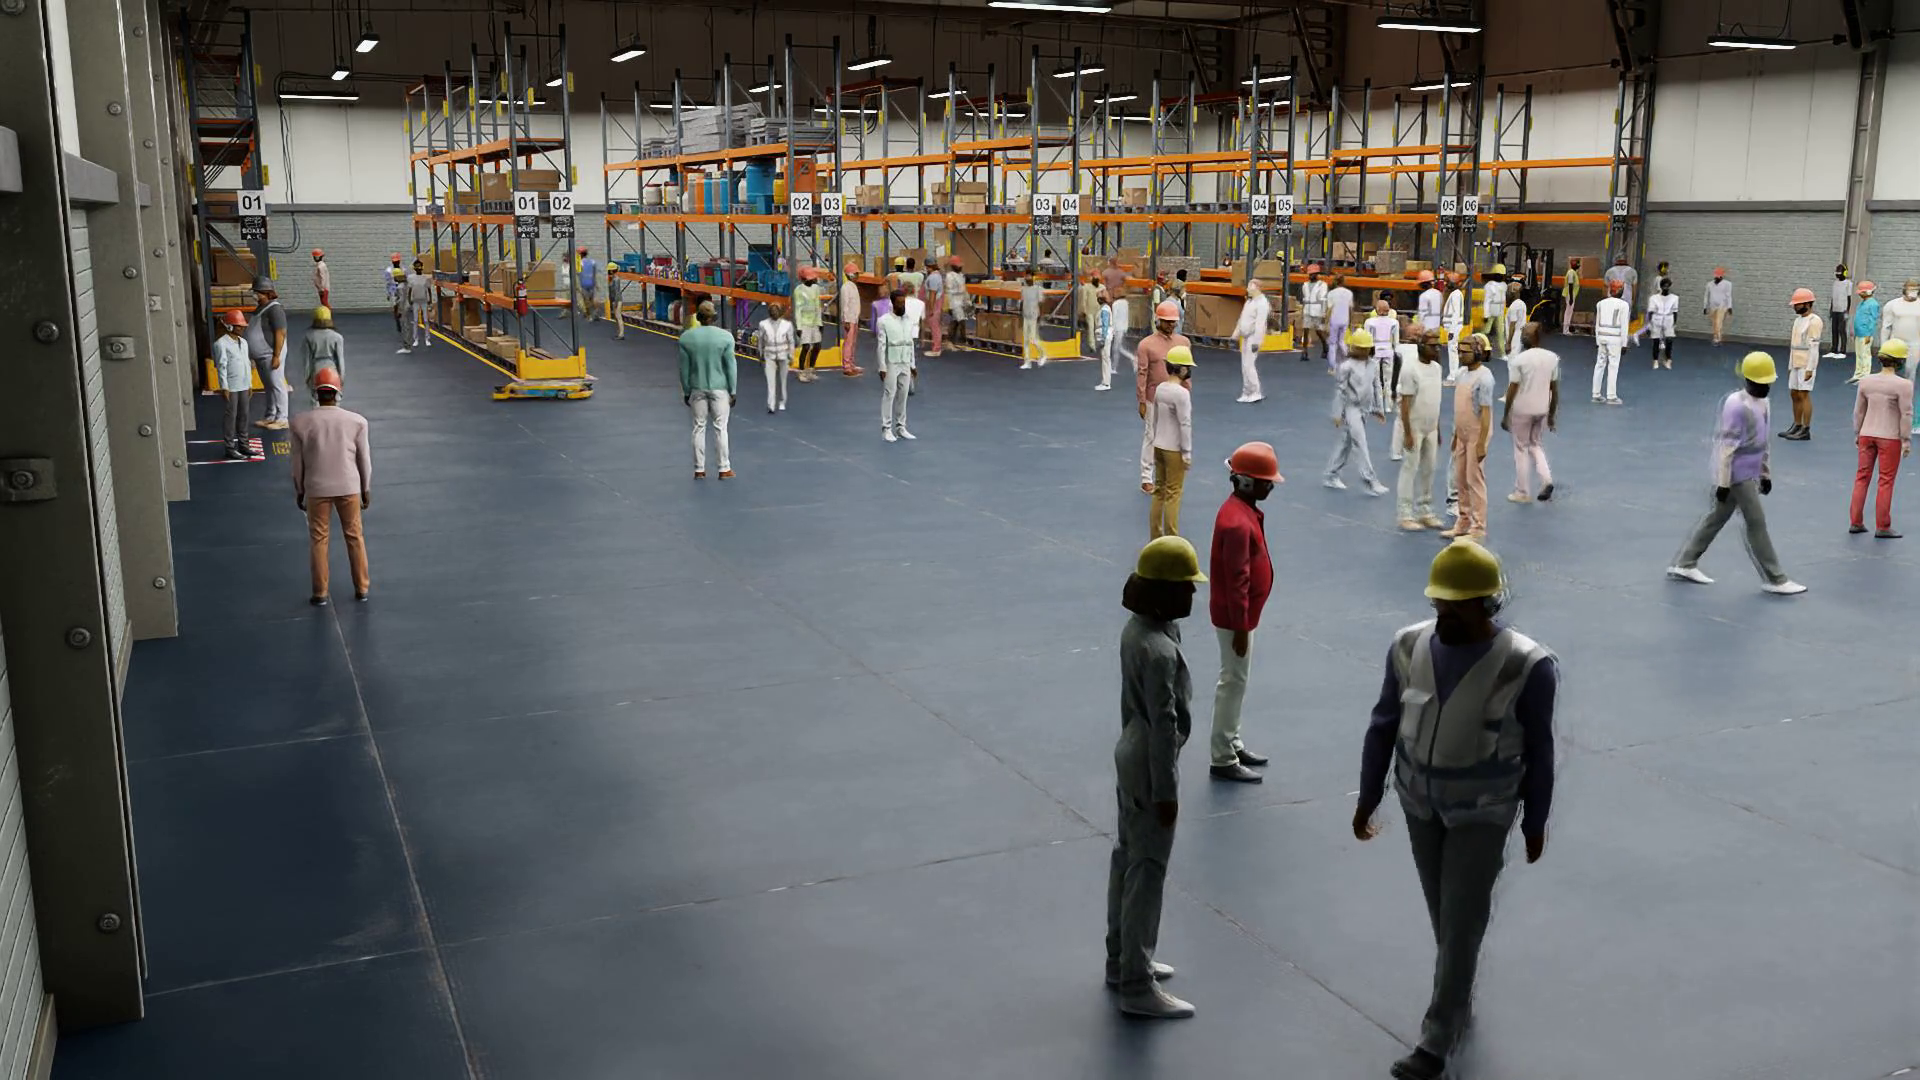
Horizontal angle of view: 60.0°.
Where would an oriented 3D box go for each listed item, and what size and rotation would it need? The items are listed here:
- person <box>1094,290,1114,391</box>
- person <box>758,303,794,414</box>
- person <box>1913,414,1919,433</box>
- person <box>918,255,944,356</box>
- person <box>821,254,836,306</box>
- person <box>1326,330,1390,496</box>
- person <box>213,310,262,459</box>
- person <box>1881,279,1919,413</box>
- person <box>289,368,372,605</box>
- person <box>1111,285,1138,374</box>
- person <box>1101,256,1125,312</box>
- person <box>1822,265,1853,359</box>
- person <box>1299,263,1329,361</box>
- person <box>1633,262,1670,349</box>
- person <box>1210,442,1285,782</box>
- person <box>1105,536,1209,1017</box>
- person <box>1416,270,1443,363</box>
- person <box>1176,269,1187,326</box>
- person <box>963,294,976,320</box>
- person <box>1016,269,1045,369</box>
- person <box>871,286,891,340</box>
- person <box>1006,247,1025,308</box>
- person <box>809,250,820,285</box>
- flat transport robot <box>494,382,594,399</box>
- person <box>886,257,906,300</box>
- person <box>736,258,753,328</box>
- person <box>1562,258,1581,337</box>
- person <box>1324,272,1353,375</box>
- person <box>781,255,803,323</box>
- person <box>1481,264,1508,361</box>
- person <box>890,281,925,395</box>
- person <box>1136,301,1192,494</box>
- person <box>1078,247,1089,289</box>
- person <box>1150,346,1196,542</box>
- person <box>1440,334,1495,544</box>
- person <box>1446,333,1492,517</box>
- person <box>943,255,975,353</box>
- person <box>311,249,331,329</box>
[{"bbox_3d":[2.345,-3.254,27.094,0.312,1.639,0.512,1,11,5],"label":"person"},{"bbox_3d":[-2.659,-2.637,24.077,0.521,1.590,0.873,-1,11,-5],"label":"person"},{"bbox_3d":[12.982,-2.276,21.538,1.015,1.864,0.604,6,13,27],"label":"person"},{"bbox_3d":[-0.586,-4.739,33.613,0.536,2.000,0.683,1,11,3],"label":"person"},{"bbox_3d":[-4.082,-8.102,51.767,0.492,1.625,0.282,4,12,18],"label":"person"},{"bbox_3d":[4.109,-1.315,17.117,0.488,1.683,0.923,-7,13,-33],"label":"person"},{"bbox_3d":[-8.503,-1.827,19.577,0.350,1.743,0.564,2,11,11],"label":"person"},{"bbox_3d":[13.657,-2.799,24.047,0.631,1.932,0.363,4,12,21],"label":"person"},{"bbox_3d":[-4.654,-0.401,12.341,0.555,1.742,0.356,-5,12,-25],"label":"person"},{"bbox_3d":[2.895,-3.744,29.665,0.697,1.611,0.506,7,13,31],"label":"person"},{"bbox_3d":[3.445,-5.565,38.211,0.671,1.882,0.559,-6,13,-27],"label":"person"},{"bbox_3d":[17.473,-4.534,33.044,0.319,1.861,0.515,-2,11,-12],"label":"person"},{"bbox_3d":[6.958,-4.451,32.516,0.550,1.922,0.839,10,15,41],"label":"person"},{"bbox_3d":[14.797,-4.991,35.396,0.691,1.849,0.529,6,13,29],"label":"person"},{"bbox_3d":[1.446,0.364,8.458,0.355,1.738,0.574,2,11,11],"label":"person"},{"bbox_3d":[0.716,0.840,6.026,0.325,1.740,0.493,-1,11,-5],"label":"person"},{"bbox_3d":[7.857,-3.567,27.980,0.562,1.920,0.390,-9,14,-38],"label":"person"},{"bbox_3d":[4.672,-4.924,35.458,0.320,1.687,0.541,-2,11,-10],"label":"person"},{"bbox_3d":[0.264,-6.760,44.939,0.518,1.631,0.316,-8,13,-34],"label":"person"},{"bbox_3d":[1.305,-4.100,30.838,0.532,1.854,0.433,11,15,44],"label":"person"},{"bbox_3d":[-1.309,-3.687,29.433,0.515,1.583,0.909,3,11,13],"label":"person"},{"bbox_3d":[1.544,-7.455,47.795,0.636,1.899,0.401,2,11,9],"label":"person"},{"bbox_3d":[-4.541,-8.163,51.779,0.349,1.743,0.563,1,11,7],"label":"person"},{"bbox_3d":[-6.489,-2.344,25.956,1.431,0.197,0.652,-1,11,-3],"label":"flat transport robot"},{"bbox_3d":[-1.299,-5.111,35.798,0.588,1.927,0.369,4,12,19],"label":"person"},{"bbox_3d":[-5.496,-6.238,41.970,0.574,1.747,0.342,4,12,21],"label":"person"},{"bbox_3d":[14.237,-5.657,38.776,0.372,1.843,0.570,4,12,22],"label":"person"},{"bbox_3d":[6.751,-3.825,29.517,0.535,1.827,0.538,-3,12,-16],"label":"person"},{"bbox_3d":[-3.979,-5.787,39.328,0.660,1.886,0.547,-10,15,-41],"label":"person"},{"bbox_3d":[10.482,-4.490,32.747,0.600,1.891,0.945,-6,12,-26],"label":"person"},{"bbox_3d":[-0.847,-3.225,26.554,0.591,1.804,0.958,-4,12,-20],"label":"person"},{"bbox_3d":[2.099,-1.453,17.073,0.608,1.987,0.404,-4,12,-21],"label":"person"},{"bbox_3d":[3.701,-7.780,49.491,0.359,1.880,0.575,-9,14,-38],"label":"person"},{"bbox_3d":[1.814,-0.759,14.093,0.328,1.765,0.527,-4,12,-21],"label":"person"},{"bbox_3d":[4.458,-0.877,14.514,0.339,1.838,0.505,-1,11,-8],"label":"person"},{"bbox_3d":[4.883,-1.094,15.849,0.486,1.744,0.311,-9,14,-38],"label":"person"},{"bbox_3d":[-0.035,-4.869,34.373,0.708,2.002,0.690,5,12,23],"label":"person"},{"bbox_3d":[-15.781,-6.191,41.122,0.391,1.991,0.613,-4,12,-19],"label":"person"}]
